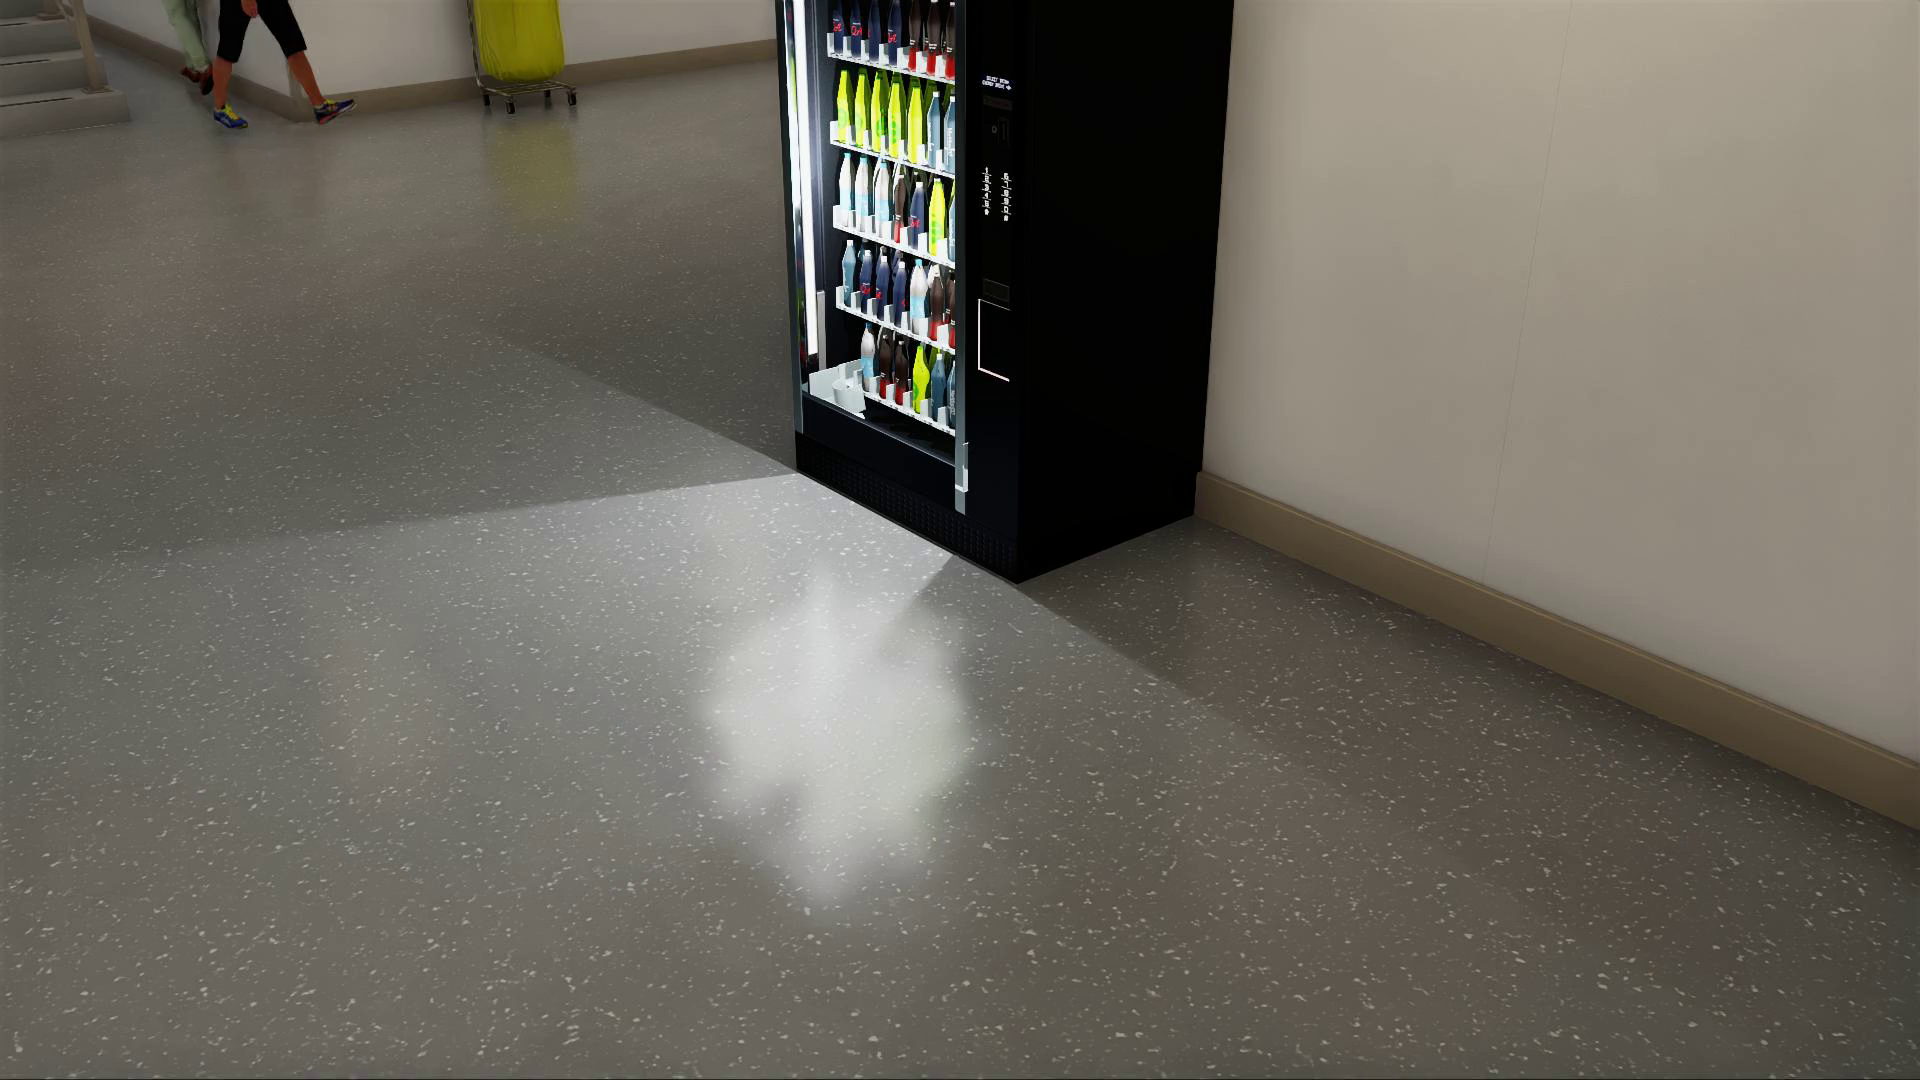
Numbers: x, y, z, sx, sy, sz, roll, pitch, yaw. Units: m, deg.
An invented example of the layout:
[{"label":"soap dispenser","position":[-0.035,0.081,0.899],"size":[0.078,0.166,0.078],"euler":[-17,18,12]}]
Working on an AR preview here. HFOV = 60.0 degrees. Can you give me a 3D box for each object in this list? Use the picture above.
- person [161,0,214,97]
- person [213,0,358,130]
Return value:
[{"label":"person","position":[-5.707,-4.195,12.127],"size":[0.701,1.852,1.226],"euler":[-22,33,-38]},{"label":"person","position":[-4.754,-3.601,10.948],"size":[1.322,1.806,1.191],"euler":[6,26,12]}]
